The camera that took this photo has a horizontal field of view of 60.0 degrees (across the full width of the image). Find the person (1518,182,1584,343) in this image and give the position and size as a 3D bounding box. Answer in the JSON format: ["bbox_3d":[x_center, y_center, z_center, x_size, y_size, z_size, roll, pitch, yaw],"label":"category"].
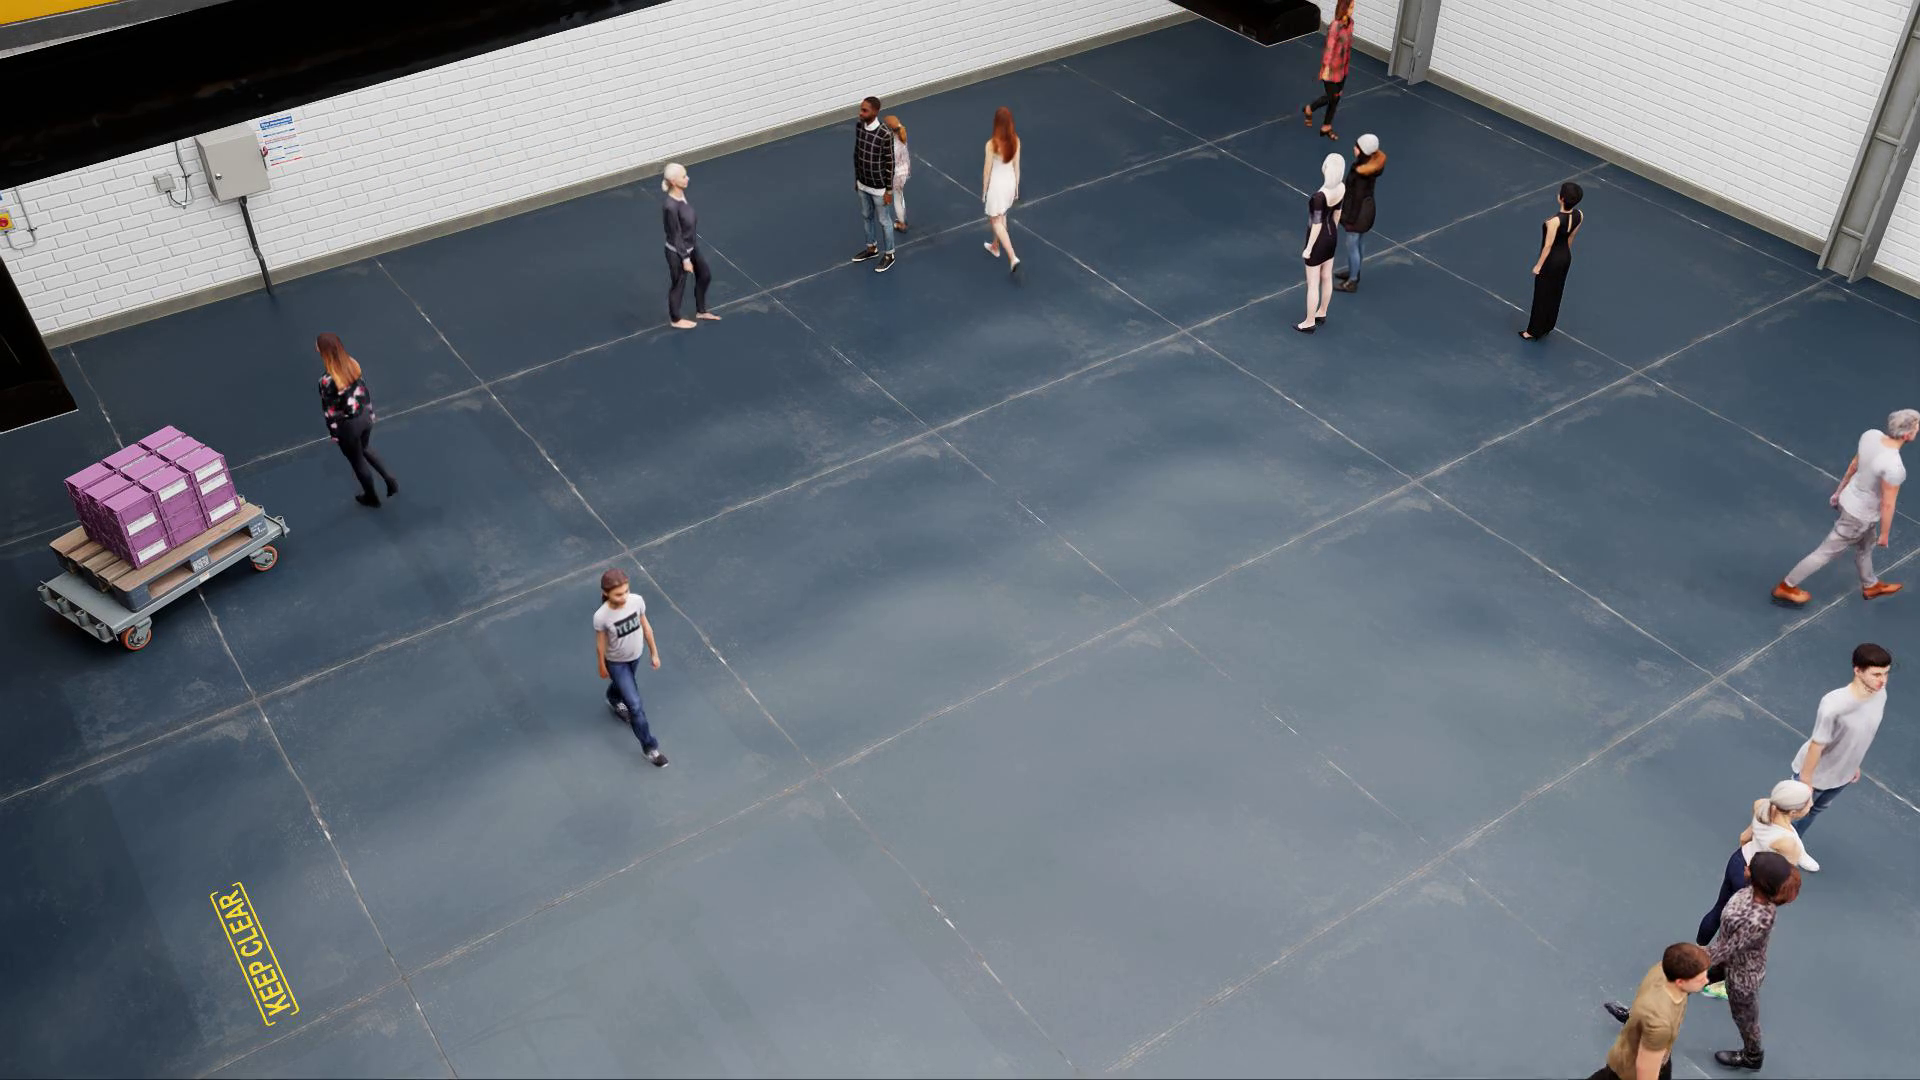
[{"bbox_3d":[5.575,-2.607,15.609,0.575,1.604,0.490,-23,44,-26],"label":"person"}]

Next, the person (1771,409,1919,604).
[{"bbox_3d":[6.640,-0.196,12.453,1.256,1.775,1.242,4,39,5],"label":"person"}]

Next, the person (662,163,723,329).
[{"bbox_3d":[-2.709,-2.768,15.725,0.879,1.711,0.819,4,39,5],"label":"person"}]

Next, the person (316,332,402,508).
[{"bbox_3d":[-4.855,-0.939,13.463,0.822,1.675,0.758,14,41,17],"label":"person"}]

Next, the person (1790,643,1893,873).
[{"bbox_3d":[5.409,1.388,10.377,0.705,1.890,0.613,-17,42,-20],"label":"person"}]

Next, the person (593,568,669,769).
[{"bbox_3d":[-2.346,0.768,11.453,0.646,1.516,1.094,-29,47,-32],"label":"person"}]

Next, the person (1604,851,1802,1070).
[{"bbox_3d":[4.410,2.424,9.261,1.185,1.665,0.964,15,41,18],"label":"person"}]

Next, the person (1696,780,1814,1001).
[{"bbox_3d":[4.626,2.017,9.740,0.747,1.702,0.638,-2,39,-3],"label":"person"}]

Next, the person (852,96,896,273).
[{"bbox_3d":[-0.844,-3.592,16.669,0.570,1.820,0.764,30,48,32],"label":"person"}]

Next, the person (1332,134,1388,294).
[{"bbox_3d":[3.930,-3.220,16.354,0.768,1.631,0.729,12,40,14],"label":"person"}]

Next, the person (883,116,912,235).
[{"bbox_3d":[-0.608,-3.787,17.330,0.578,1.301,0.594,28,46,30],"label":"person"}]

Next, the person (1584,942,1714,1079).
[{"bbox_3d":[3.482,2.715,8.781,1.336,1.808,0.985,23,44,26],"label":"person"}]

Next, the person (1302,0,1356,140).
[{"bbox_3d":[4.232,-5.432,19.078,0.787,1.689,0.702,31,48,33],"label":"person"}]

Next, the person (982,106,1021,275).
[{"bbox_3d":[0.452,-3.479,16.632,0.645,1.690,1.085,-18,42,-21],"label":"person"}]

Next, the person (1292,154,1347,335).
[{"bbox_3d":[3.414,-2.794,15.663,0.598,1.829,0.526,-29,47,-31],"label":"person"}]
